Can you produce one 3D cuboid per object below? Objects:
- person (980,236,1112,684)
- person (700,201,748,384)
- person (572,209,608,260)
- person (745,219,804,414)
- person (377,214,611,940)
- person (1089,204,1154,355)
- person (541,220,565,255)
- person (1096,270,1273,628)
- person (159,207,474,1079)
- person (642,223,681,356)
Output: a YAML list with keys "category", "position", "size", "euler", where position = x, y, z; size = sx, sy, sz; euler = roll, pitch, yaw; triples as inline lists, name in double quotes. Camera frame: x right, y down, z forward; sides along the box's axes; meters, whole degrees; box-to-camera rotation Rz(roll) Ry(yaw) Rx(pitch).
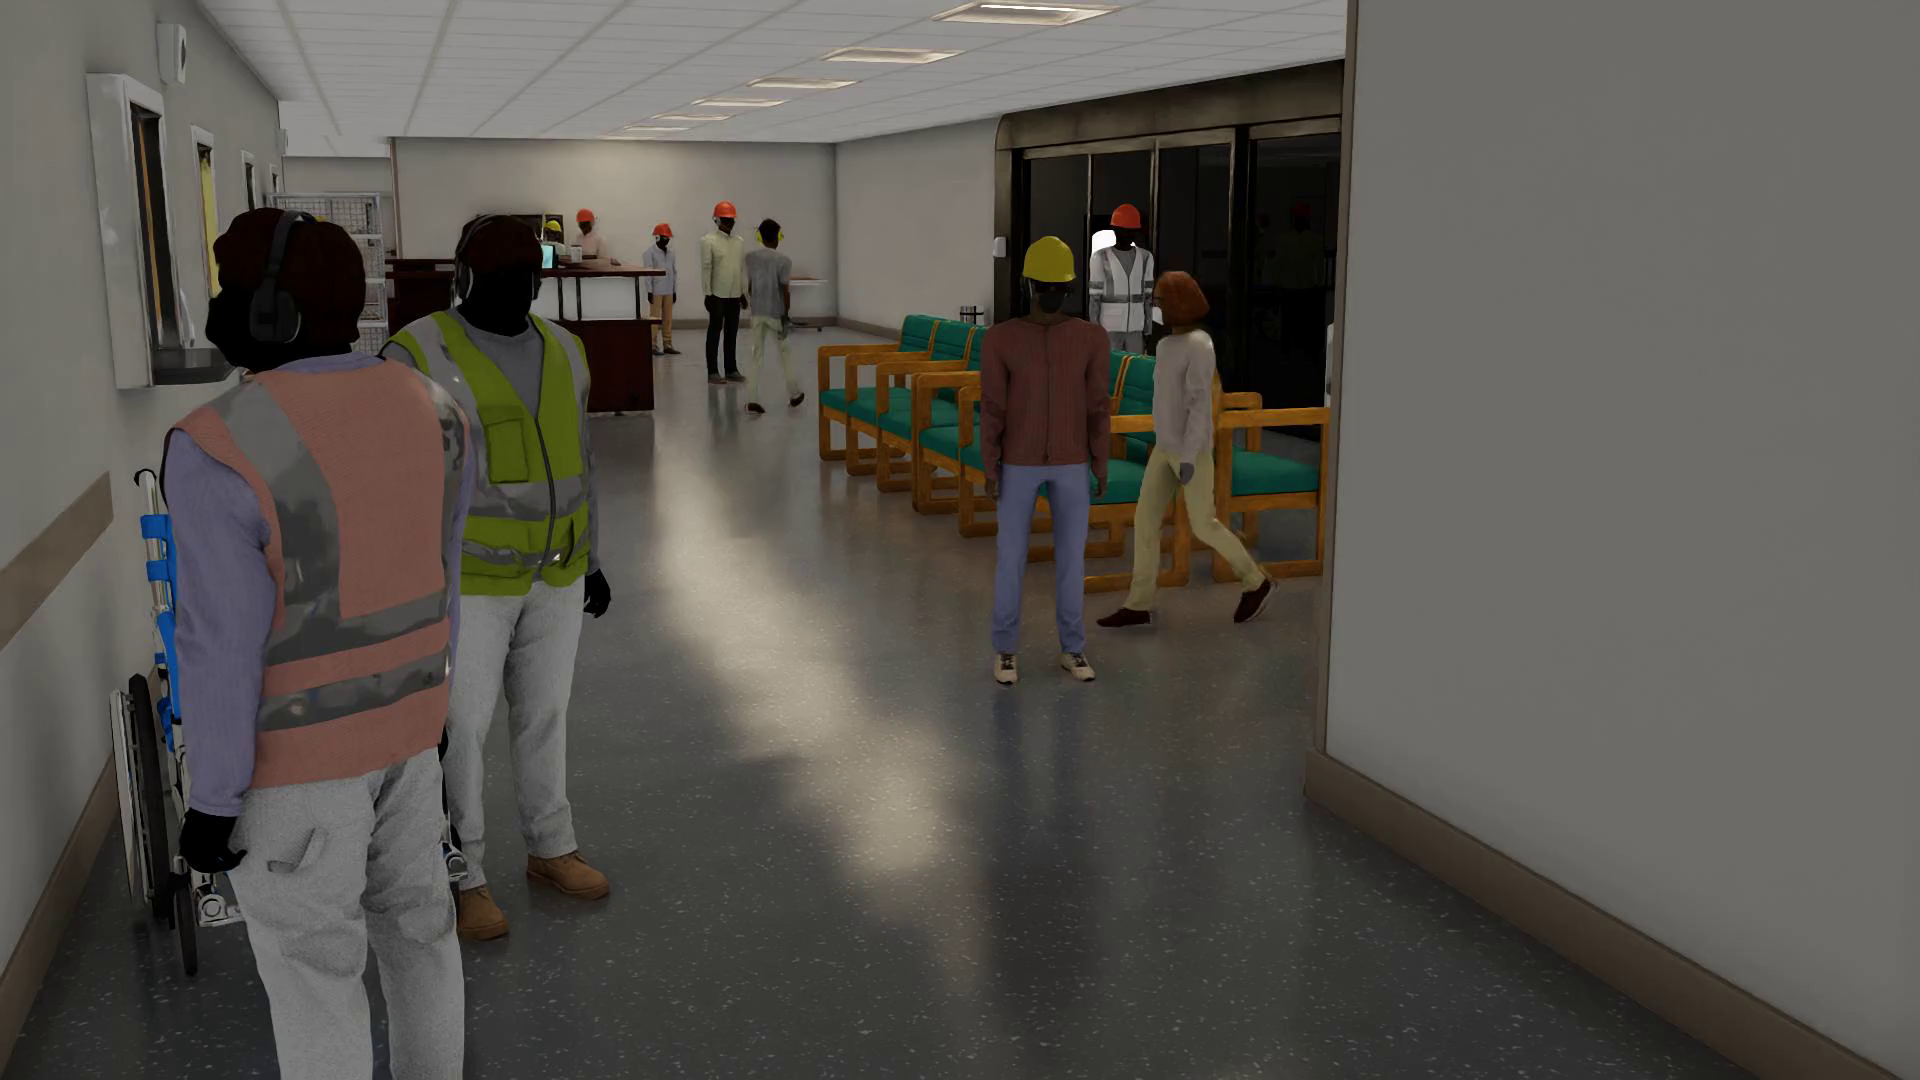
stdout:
- category: "person"
  position: [0.338, -0.297, 6.505]
  size: [0.521, 1.758, 0.348]
  euler: [-2, 11, -9]
- category: "person"
  position: [-2.577, -2.720, 18.315]
  size: [0.396, 1.992, 0.619]
  euler: [9, 14, 39]
- category: "person"
  position: [-5.210, -3.704, 23.549]
  size: [0.649, 1.933, 1.043]
  euler: [4, 12, 20]
- category: "person"
  position: [-1.781, -2.107, 15.686]
  size: [0.480, 1.805, 0.980]
  euler: [3, 11, 14]
- category: "person"
  position: [-1.173, 0.089, 4.322]
  size: [0.429, 1.837, 0.620]
  euler: [9, 14, 40]
- category: "person"
  position: [1.304, -1.711, 13.328]
  size: [0.546, 1.929, 0.393]
  euler: [-3, 12, -17]
- category: "person"
  position: [-6.026, -3.847, 24.697]
  size: [0.529, 1.765, 0.327]
  euler: [5, 12, 26]
- category: "person"
  position: [1.042, -0.394, 7.404]
  size: [0.786, 1.602, 0.528]
  euler: [-4, 12, -20]
- category: "person"
  position: [-1.123, 0.356, 2.928]
  size: [0.429, 1.847, 0.627]
  euler: [4, 12, 21]
- category: "person"
  position: [-3.931, -3.312, 22.001]
  size: [0.352, 1.743, 0.564]
  euler: [8, 13, 34]
